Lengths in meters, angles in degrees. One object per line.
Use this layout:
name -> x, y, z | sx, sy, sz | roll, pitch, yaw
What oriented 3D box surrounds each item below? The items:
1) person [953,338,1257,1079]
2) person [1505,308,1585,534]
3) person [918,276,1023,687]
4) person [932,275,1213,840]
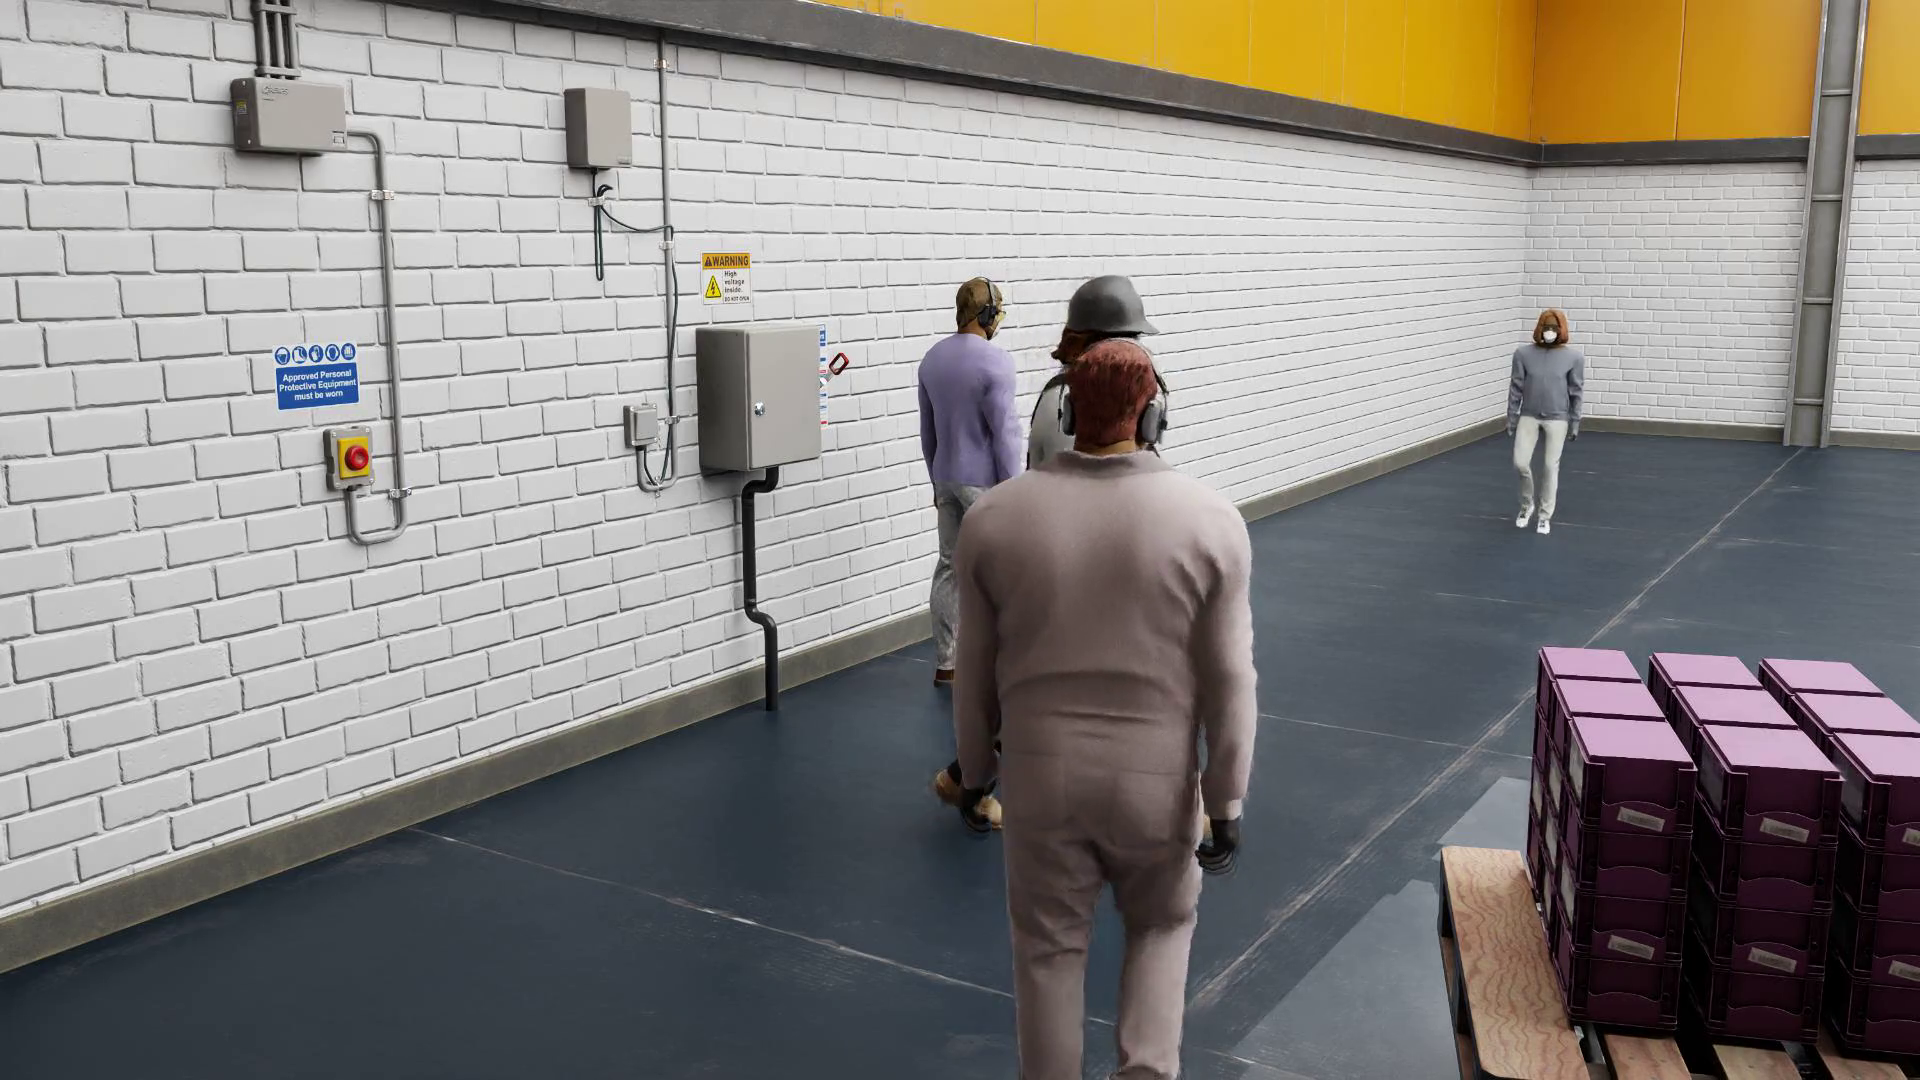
person -> 0.304, 0.513, 3.633 | 0.671, 1.889, 0.414 | 2, 10, 10
person -> 4.177, -0.843, 11.902 | 0.517, 1.620, 0.350 | 5, 11, 24
person -> 0.066, -0.242, 7.702 | 0.371, 1.936, 0.627 | -9, 13, -40
person -> 0.382, 0.053, 5.775 | 0.981, 2.000, 0.685 | 3, 11, 14
